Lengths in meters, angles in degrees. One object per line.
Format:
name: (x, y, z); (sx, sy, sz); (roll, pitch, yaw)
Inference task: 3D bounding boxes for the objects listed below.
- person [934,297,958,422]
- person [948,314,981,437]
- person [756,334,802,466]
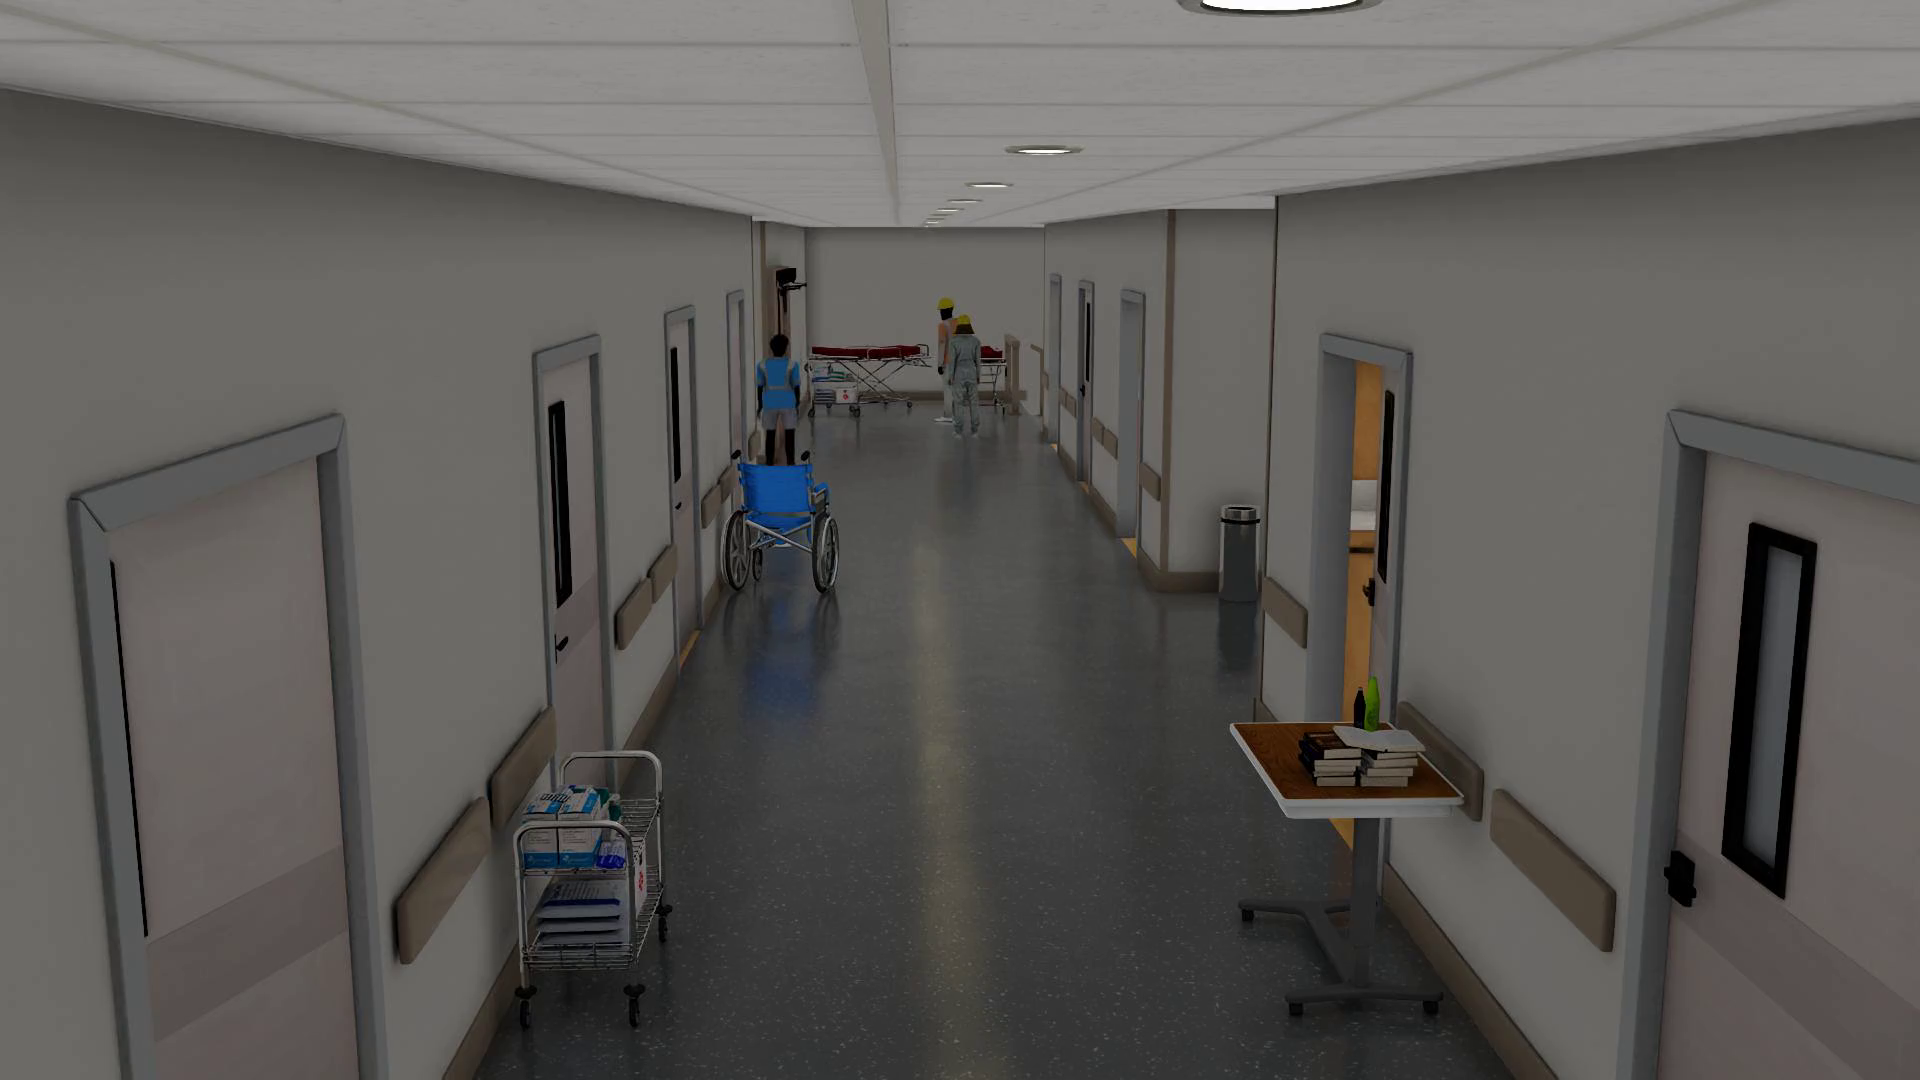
person: (-0.177, -2.773, 25.655); (0.392, 1.918, 0.585); (7, 12, 34)
person: (0.058, -2.343, 23.746); (0.492, 1.740, 0.316); (-3, 11, -17)
person: (-2.139, -1.591, 19.696); (0.543, 1.696, 0.316); (1, 10, 3)
